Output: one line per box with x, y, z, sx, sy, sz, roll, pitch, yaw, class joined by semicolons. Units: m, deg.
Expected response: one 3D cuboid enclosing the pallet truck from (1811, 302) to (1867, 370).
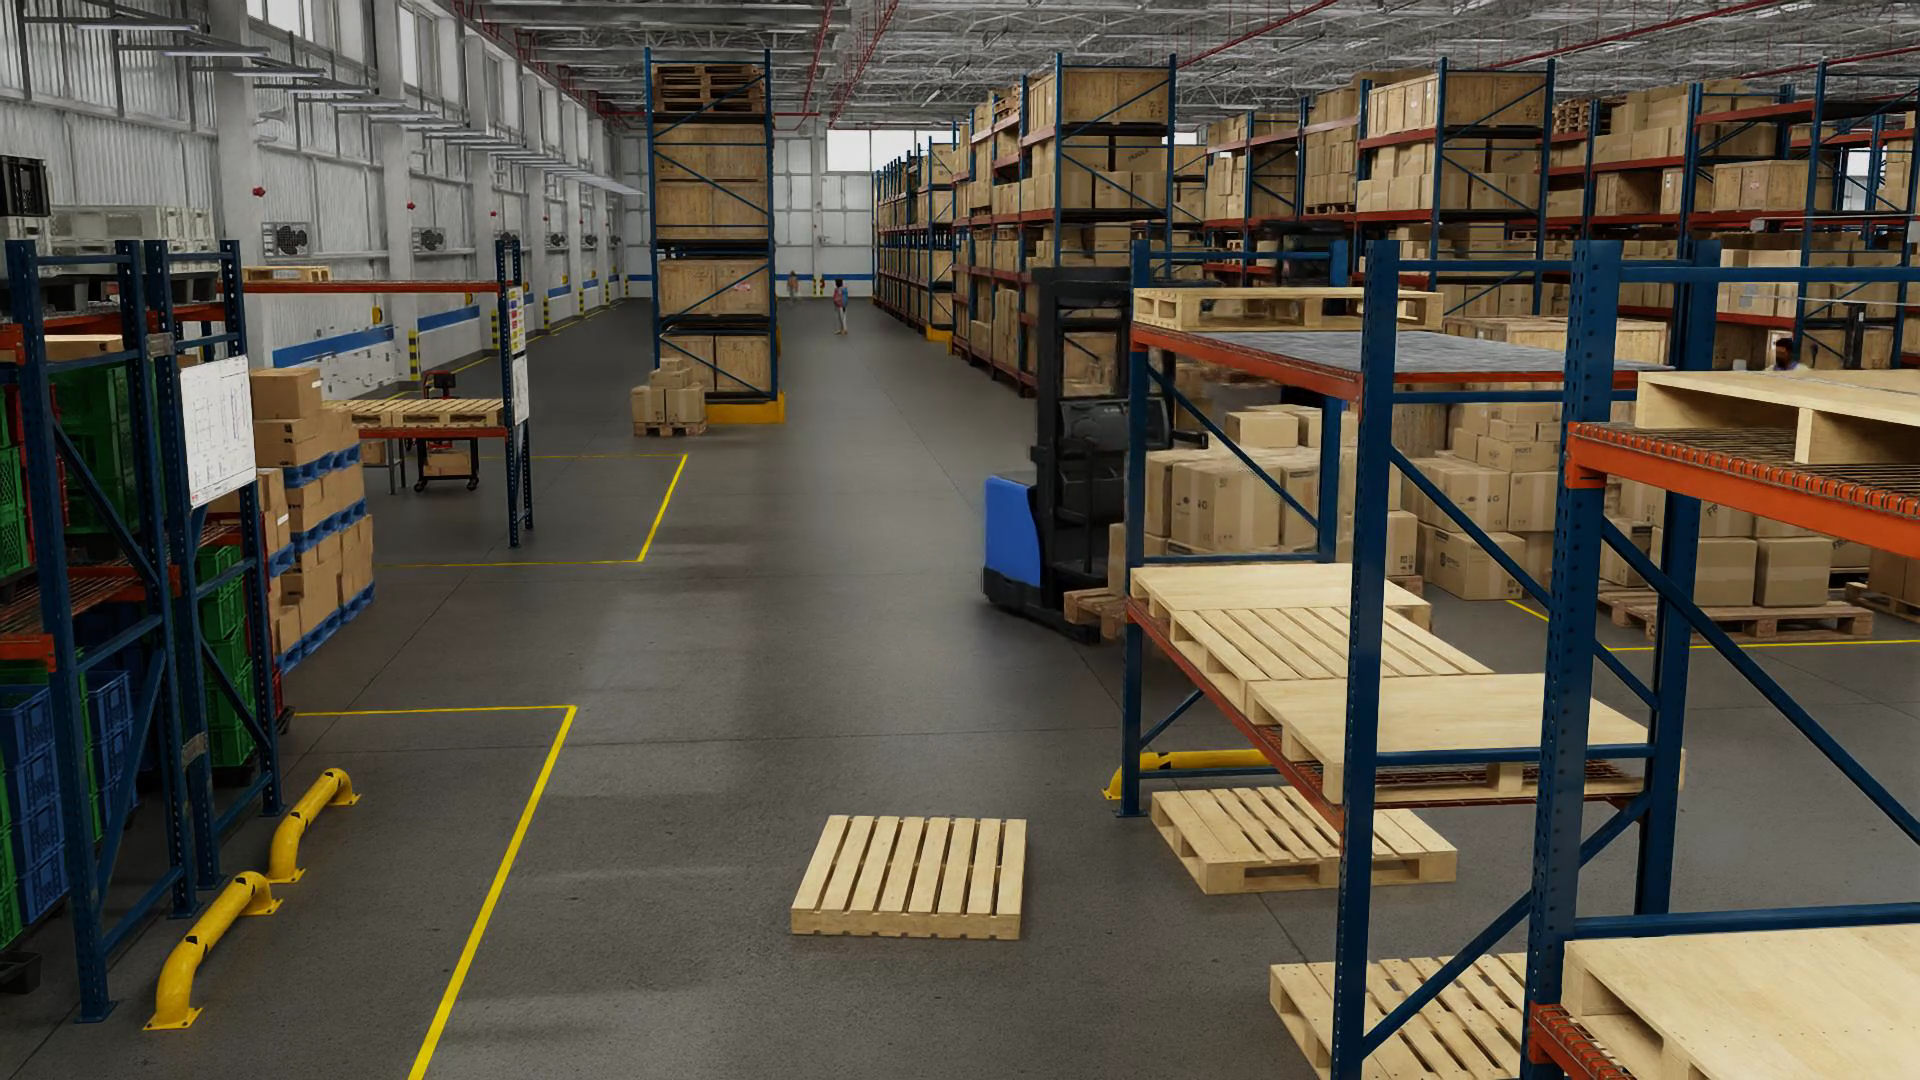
15.846;-3.142;28.793;1.885;1.965;0.823;2;10;12;pallet truck

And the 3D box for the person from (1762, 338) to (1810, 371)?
9.560;-1.398;19.381;0.464;1.900;0.628;-6;12;-30;person

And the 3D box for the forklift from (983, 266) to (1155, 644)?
1.036;-0.767;13.185;1.129;2.768;1.873;-5;11;-25;forklift

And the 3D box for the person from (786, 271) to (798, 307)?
-7.653;-11.417;75.660;0.554;1.624;0.449;5;11;24;person

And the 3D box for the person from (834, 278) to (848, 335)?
-3.840;-7.518;53.509;0.431;1.837;0.627;-7;13;-35;person

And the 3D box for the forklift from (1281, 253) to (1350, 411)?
5.714;-3.212;26.729;1.129;2.768;1.873;8;13;37;forklift

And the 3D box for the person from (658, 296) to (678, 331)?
-7.680;-5.812;43.808;0.590;1.916;0.386;-3;11;-14;person
